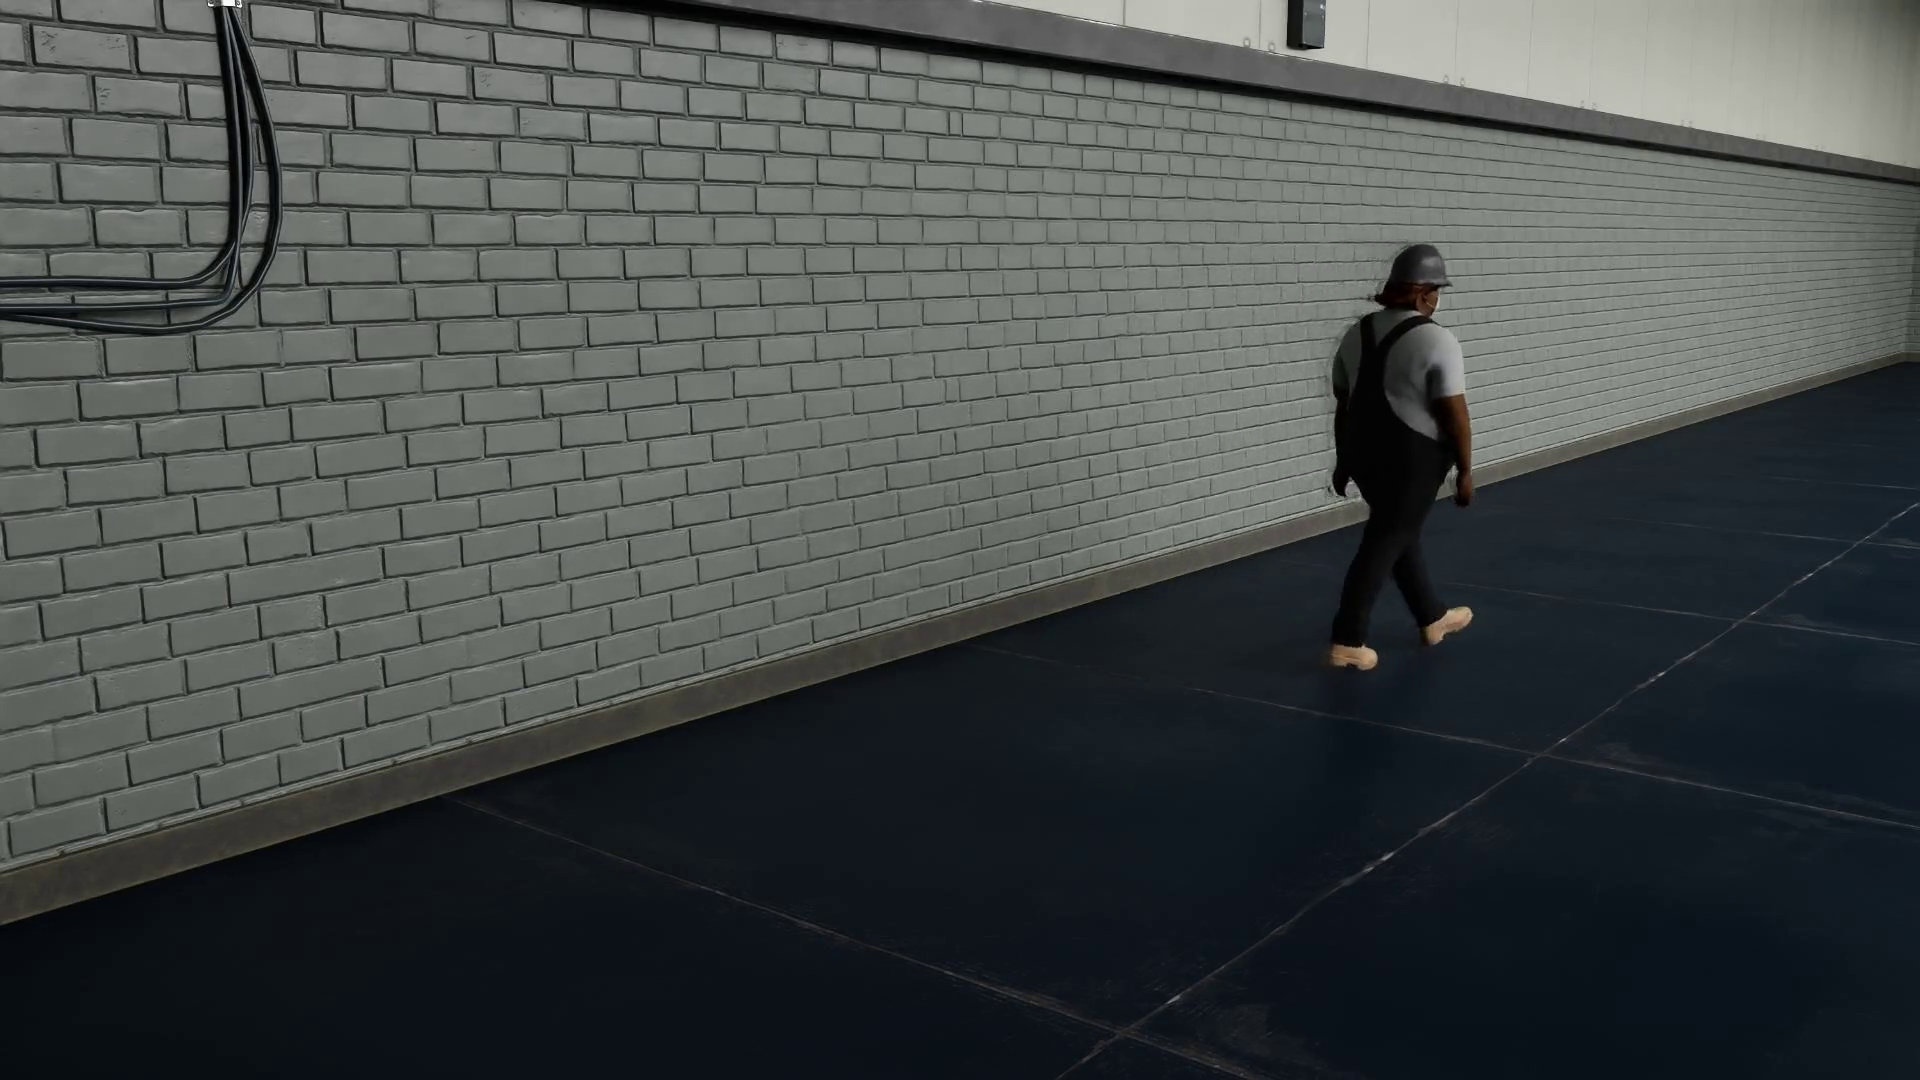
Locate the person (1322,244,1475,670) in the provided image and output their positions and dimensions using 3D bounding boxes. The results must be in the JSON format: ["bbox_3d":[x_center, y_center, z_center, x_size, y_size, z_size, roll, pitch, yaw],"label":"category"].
[{"bbox_3d":[2.120,-0.406,7.881,1.079,2.000,0.690,-6,12,-29],"label":"person"}]
